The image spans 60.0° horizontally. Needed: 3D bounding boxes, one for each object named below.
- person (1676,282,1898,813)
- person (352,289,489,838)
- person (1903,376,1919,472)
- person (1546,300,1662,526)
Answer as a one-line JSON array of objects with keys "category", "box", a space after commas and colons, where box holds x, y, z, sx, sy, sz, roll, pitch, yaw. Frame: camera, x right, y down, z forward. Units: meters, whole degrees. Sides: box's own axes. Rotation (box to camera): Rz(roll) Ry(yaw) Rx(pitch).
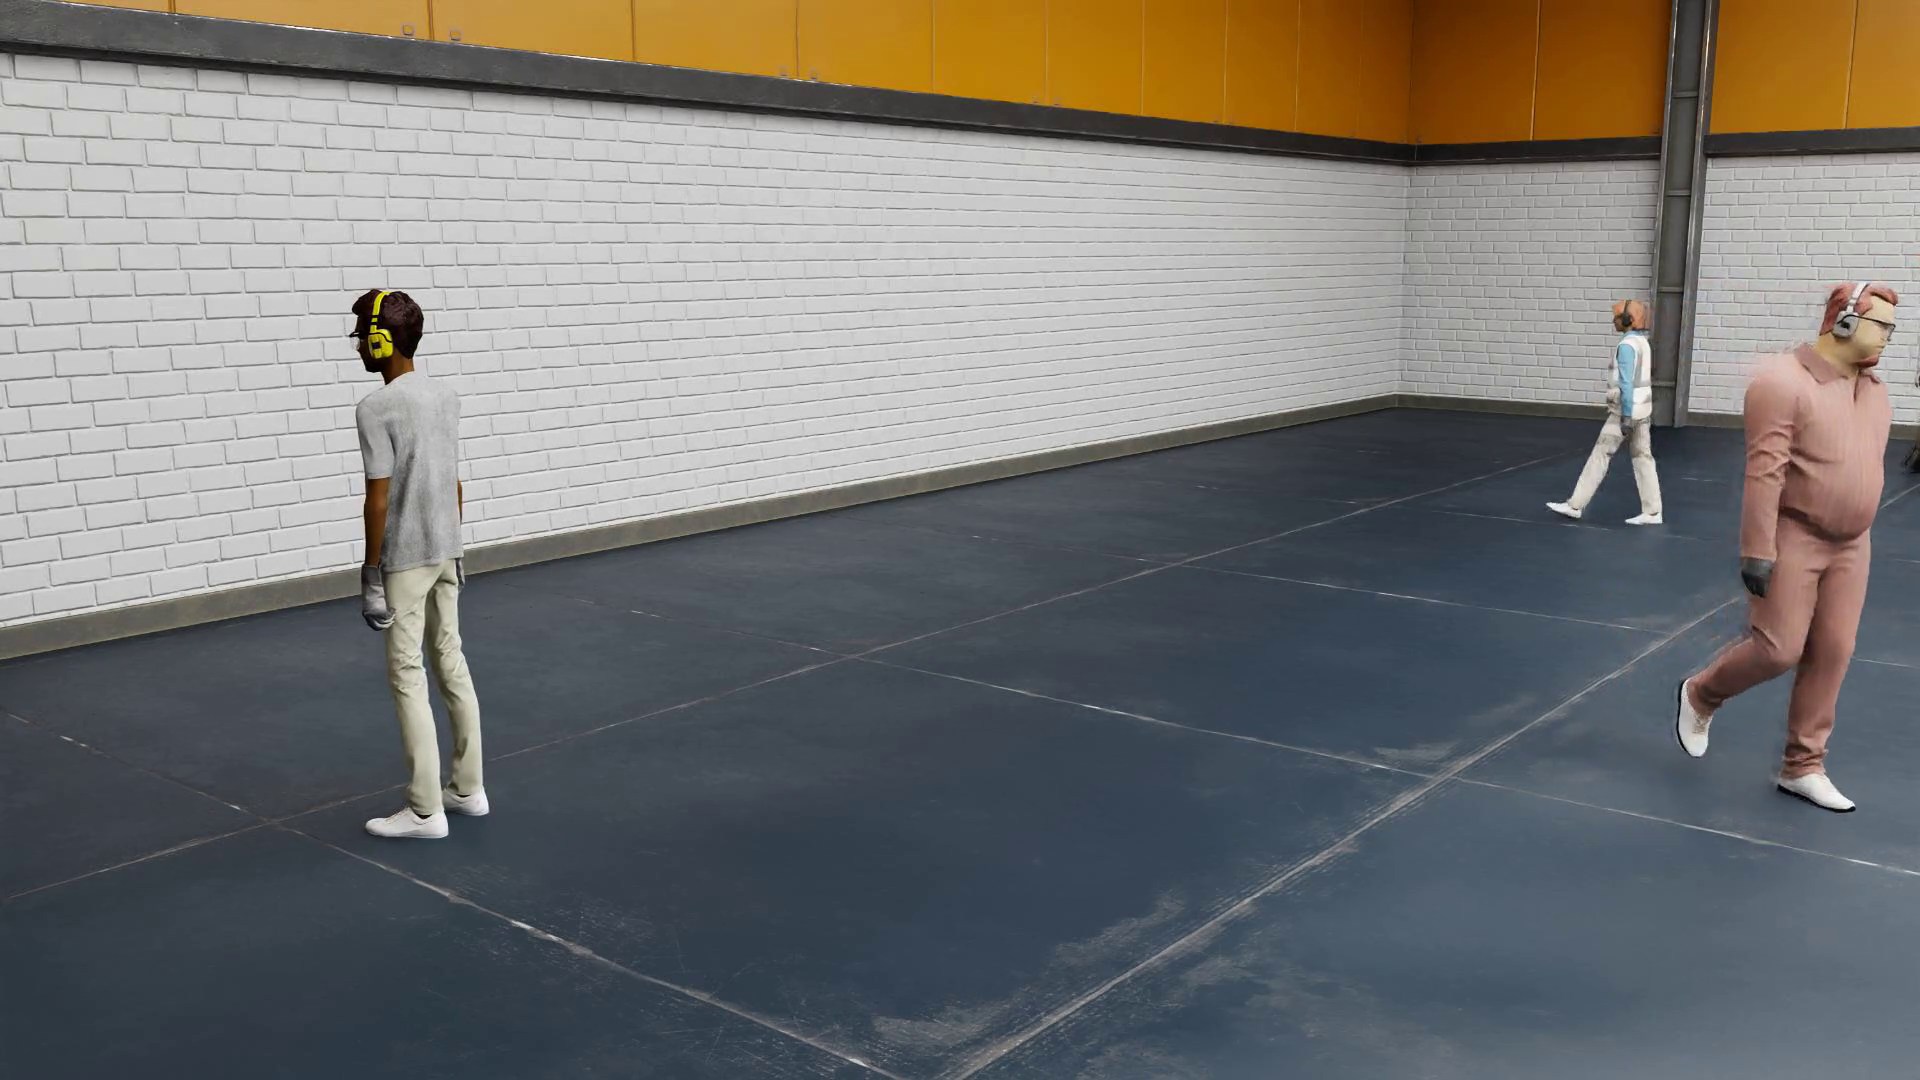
[{"category": "person", "box": [3.045, 0.003, 6.053, 0.667, 1.879, 0.638, -4, 11, -19]}, {"category": "person", "box": [-1.857, 0.086, 5.667, 0.317, 1.862, 0.519, 4, 11, 20]}, {"category": "person", "box": [8.660, -1.522, 14.490, 1.006, 1.894, 0.558, -3, 11, -19]}, {"category": "person", "box": [4.664, -0.902, 11.857, 0.824, 1.597, 0.546, 7, 13, 36]}]
